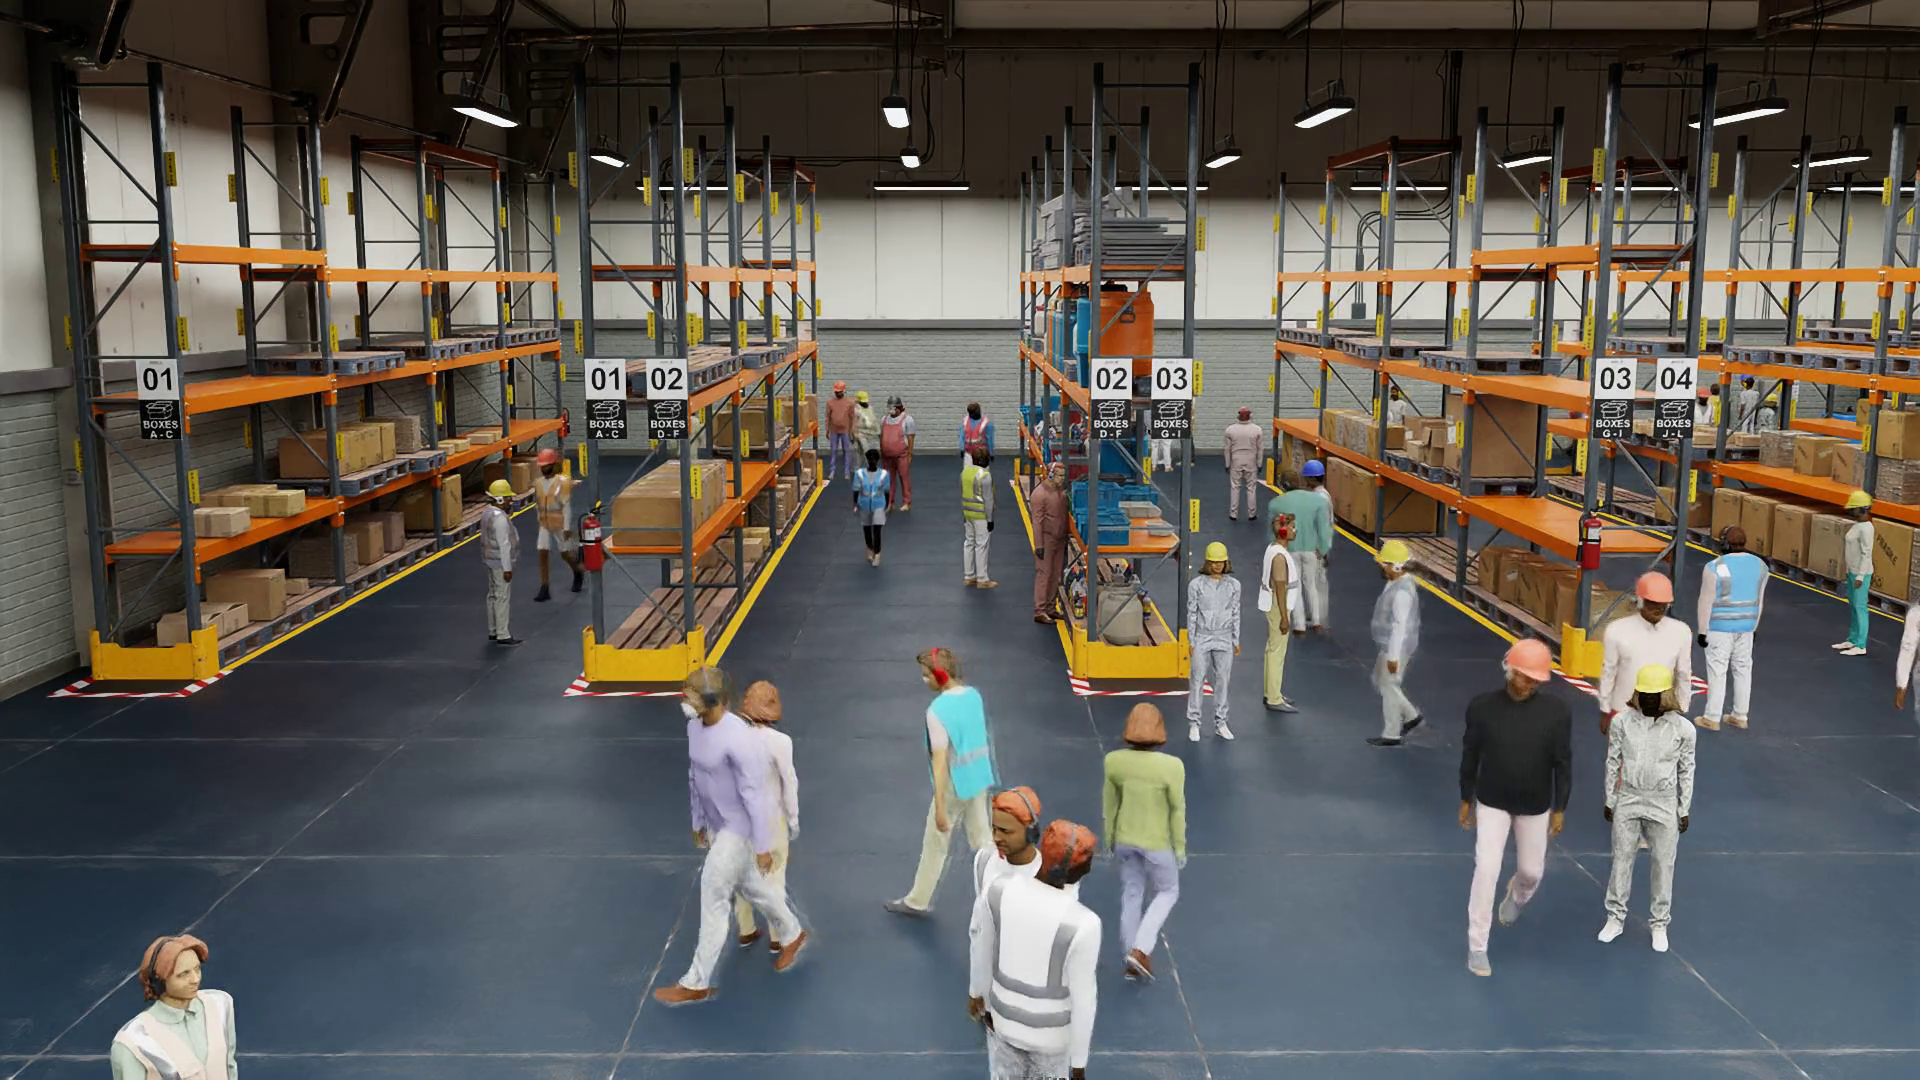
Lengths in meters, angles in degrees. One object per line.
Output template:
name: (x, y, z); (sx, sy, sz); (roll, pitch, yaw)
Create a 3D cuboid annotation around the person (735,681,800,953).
person: (-1.168, 1.640, 9.901); (0.497, 1.633, 0.285); (5, 10, 29)

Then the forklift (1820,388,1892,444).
forklift: (20.072, -3.110, 36.462); (1.873, 2.768, 1.129); (0, 9, 0)

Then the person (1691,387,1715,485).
person: (14.559, -2.032, 32.644); (0.548, 1.900, 0.862); (2, 9, 12)

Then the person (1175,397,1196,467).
person: (4.855, -2.483, 35.787); (0.341, 1.841, 0.512); (-5, 10, -31)

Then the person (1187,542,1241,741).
person: (2.207, 0.879, 14.446); (0.484, 1.744, 0.294); (-1, 9, -9)

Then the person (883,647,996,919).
person: (-0.033, 1.527, 10.151); (0.976, 1.782, 0.568); (6, 11, 34)

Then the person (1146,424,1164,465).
person: (4.385, -2.588, 36.252); (0.551, 1.898, 0.697); (-5, 10, -27)

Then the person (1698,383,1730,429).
person: (15.985, -2.406, 35.320); (0.632, 1.832, 0.431); (3, 9, 17)

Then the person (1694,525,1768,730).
person: (6.834, 0.781, 14.808); (0.618, 1.836, 0.431); (-2, 9, -10)

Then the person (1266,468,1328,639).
person: (3.765, 0.151, 18.640); (0.664, 1.894, 0.523); (0, 9, 0)

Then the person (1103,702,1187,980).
person: (1.037, 1.718, 9.432); (0.517, 1.616, 0.394); (5, 10, 31)

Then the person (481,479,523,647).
person: (-5.020, 0.249, 18.209); (0.403, 1.830, 0.598); (-5, 10, -31)

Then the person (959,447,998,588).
person: (0.257, -0.296, 21.689); (0.428, 1.842, 0.631); (-6, 11, -33)

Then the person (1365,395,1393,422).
person: (7.776, -1.791, 31.033); (0.545, 1.928, 0.391); (1, 9, 6)

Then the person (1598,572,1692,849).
person: (4.835, 1.172, 11.803); (0.629, 1.975, 0.614); (1, 9, 6)

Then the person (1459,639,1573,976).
person: (3.253, 1.502, 9.778); (0.633, 1.961, 0.788); (2, 9, 15)

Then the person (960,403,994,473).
person: (0.316, -1.572, 30.020); (0.641, 1.808, 0.520); (5, 10, 31)

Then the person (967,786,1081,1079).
person: (0.264, 1.956, 7.096); (0.342, 1.878, 0.582); (-8, 12, -43)

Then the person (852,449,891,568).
person: (-1.244, -0.474, 23.426); (0.531, 1.659, 0.869); (0, 9, 2)

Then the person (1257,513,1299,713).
person: (2.965, 0.666, 15.470); (0.389, 1.850, 0.566); (1, 9, 6)

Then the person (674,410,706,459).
person: (-4.680, -1.491, 29.052); (0.612, 1.938, 0.995); (0, 9, -1)

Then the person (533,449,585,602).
person: (-5.077, -0.211, 20.940); (0.552, 1.915, 0.847); (3, 9, 19)

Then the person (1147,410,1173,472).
person: (4.236, -2.349, 34.901); (0.629, 1.839, 0.429); (4, 10, 25)

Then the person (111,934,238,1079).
person: (-2.829, 2.230, 6.070); (0.308, 1.645, 0.514); (4, 10, 22)

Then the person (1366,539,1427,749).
person: (3.695, 0.890, 14.143); (0.417, 1.813, 0.616); (2, 9, 13)

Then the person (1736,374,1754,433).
person: (17.690, -2.801, 37.461); (0.385, 1.948, 0.603); (3, 9, 16)

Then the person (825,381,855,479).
person: (-2.415, -2.204, 33.492); (0.609, 1.988, 0.392); (1, 9, 5)

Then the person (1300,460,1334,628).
person: (4.093, 0.047, 19.148); (0.402, 1.942, 0.609); (1, 9, 4)

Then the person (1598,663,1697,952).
person: (4.096, 1.583, 9.917); (0.492, 1.742, 0.321); (5, 10, 29)

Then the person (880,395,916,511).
person: (-1.131, -1.516, 28.896); (0.681, 2.000, 0.535); (5, 10, 28)

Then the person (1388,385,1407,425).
person: (8.981, -2.265, 34.317); (0.328, 1.861, 0.514); (-6, 11, -34)

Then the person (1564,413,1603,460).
person: (14.017, -2.740, 37.264); (0.777, 1.895, 0.552); (5, 10, 31)

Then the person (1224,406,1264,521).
person: (4.733, -1.272, 27.741); (0.641, 1.913, 0.407); (2, 9, 10)

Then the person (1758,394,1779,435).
person: (16.311, -2.088, 33.580); (0.321, 1.731, 0.490); (0, 9, 0)

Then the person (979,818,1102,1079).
person: (0.318, 2.006, 6.851); (0.624, 1.849, 0.582); (5, 10, 30)

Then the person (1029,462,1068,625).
person: (1.076, 0.029, 19.448); (0.401, 1.893, 0.654); (6, 11, 34)

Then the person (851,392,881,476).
person: (-1.882, -2.132, 33.736); (0.912, 1.765, 0.696); (6, 11, 33)

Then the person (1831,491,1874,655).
person: (9.567, 0.354, 17.766); (0.324, 1.763, 0.524); (3, 9, 16)

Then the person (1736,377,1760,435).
person: (17.521, -2.690, 37.010); (0.535, 1.864, 0.312); (-3, 9, -17)

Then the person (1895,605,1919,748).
person: (7.364, 1.112, 12.464); (0.634, 1.886, 1.012); (6, 11, 34)

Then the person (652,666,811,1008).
person: (-1.236, 1.612, 9.318); (1.017, 1.889, 0.673); (-6, 10, -32)
